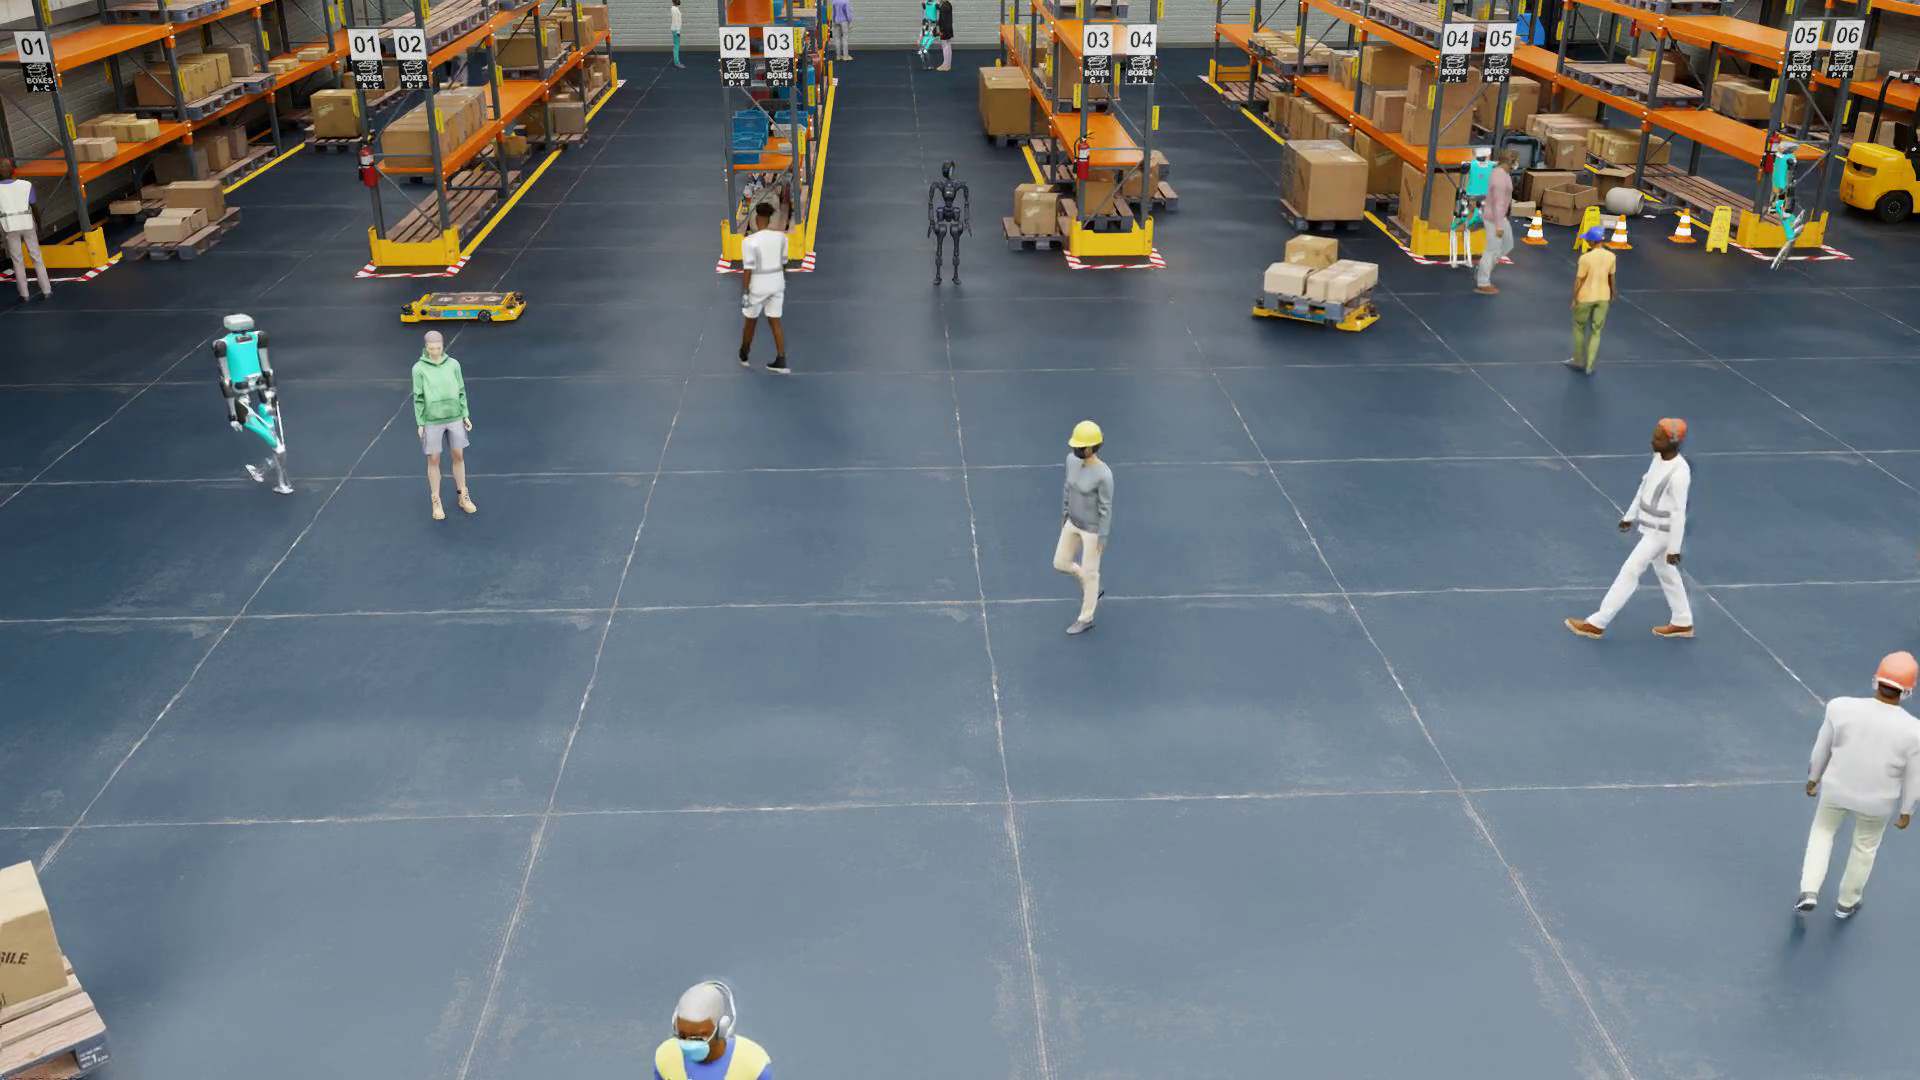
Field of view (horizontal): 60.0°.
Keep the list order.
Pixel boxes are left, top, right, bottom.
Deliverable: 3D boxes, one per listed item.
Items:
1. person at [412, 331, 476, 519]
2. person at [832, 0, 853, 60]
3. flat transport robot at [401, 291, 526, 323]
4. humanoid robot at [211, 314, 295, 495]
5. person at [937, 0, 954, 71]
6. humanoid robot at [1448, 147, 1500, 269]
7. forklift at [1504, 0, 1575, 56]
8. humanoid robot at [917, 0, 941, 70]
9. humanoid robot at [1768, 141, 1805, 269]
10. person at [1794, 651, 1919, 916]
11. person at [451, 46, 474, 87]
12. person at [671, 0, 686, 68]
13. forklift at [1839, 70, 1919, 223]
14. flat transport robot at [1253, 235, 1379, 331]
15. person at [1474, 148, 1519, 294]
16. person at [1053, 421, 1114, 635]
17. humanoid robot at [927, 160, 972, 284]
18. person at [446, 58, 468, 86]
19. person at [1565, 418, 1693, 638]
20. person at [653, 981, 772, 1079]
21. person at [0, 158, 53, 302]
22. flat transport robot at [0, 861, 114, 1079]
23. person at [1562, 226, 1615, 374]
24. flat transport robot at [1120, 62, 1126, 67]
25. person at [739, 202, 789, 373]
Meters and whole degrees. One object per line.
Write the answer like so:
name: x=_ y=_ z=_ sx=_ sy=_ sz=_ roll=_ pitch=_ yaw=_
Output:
person: x=-4.676 y=-1.055 z=15.038 sx=0.470 sy=1.736 sz=0.342 roll=-14 pitch=27 yaw=-28
person: x=-2.984 y=-12.964 z=41.738 sx=0.613 sy=1.781 sz=0.420 roll=15 pitch=28 yaw=31
flat transport robot: x=-6.295 y=-2.951 z=21.104 sx=1.431 sy=0.231 sz=0.659 roll=-1 pitch=24 yaw=-2
humanoid robot: x=-6.424 y=-1.193 z=15.342 sx=1.019 sy=1.730 sz=0.557 roll=16 pitch=28 yaw=31
person: x=-0.353 y=-12.302 z=40.164 sx=0.405 sy=1.857 sz=0.531 roll=6 pitch=25 yaw=14
humanoid robot: x=6.974 y=-4.584 z=22.803 sx=0.533 sy=1.677 sz=0.735 roll=-1 pitch=24 yaw=-2
forklift: x=14.700 y=-13.805 z=42.301 sx=1.873 sy=2.768 sz=1.129 roll=-1 pitch=24 yaw=-2
humanoid robot: x=-0.816 y=-12.185 z=40.055 sx=0.545 sy=1.803 sz=0.675 roll=18 pitch=30 yaw=35
humanoid robot: x=11.579 y=-4.612 z=23.100 sx=0.747 sy=1.841 sz=0.541 roll=-1 pitch=24 yaw=-2
person: x=5.136 y=1.420 z=9.474 sx=0.585 sy=1.738 sz=0.508 roll=18 pitch=30 yaw=34
person: x=-10.926 y=-10.691 z=36.561 sx=0.543 sy=1.836 sz=0.476 roll=15 pitch=28 yaw=30
person: x=-6.884 y=-12.421 z=40.550 sx=0.318 sy=1.762 sz=0.521 roll=-4 pitch=24 yaw=-10
forklift: x=15.132 y=-6.143 z=25.915 sx=2.313 sy=2.155 sz=1.214 roll=-1 pitch=24 yaw=-2
flat transport robot: x=4.494 y=-2.898 z=20.983 sx=1.431 sy=0.231 sz=0.659 roll=15 pitch=28 yaw=30
person: x=7.079 y=-4.174 z=21.826 sx=0.462 sy=1.912 sz=0.668 roll=9 pitch=25 yaw=19
person: x=0.968 y=-0.102 z=12.864 sx=0.406 sy=1.752 sz=0.547 roll=-16 pitch=29 yaw=-32
humanoid robot: x=-0.141 y=-4.259 z=22.294 sx=0.599 sy=1.657 sz=0.315 roll=-1 pitch=24 yaw=-2
person: x=-11.609 y=-11.240 z=38.026 sx=0.537 sy=1.649 sz=0.845 roll=-14 pitch=28 yaw=-28
person: x=5.291 y=-0.072 z=12.722 sx=1.003 sy=1.829 sz=0.580 roll=5 pitch=24 yaw=10
person: x=-0.972 y=2.575 z=6.705 sx=0.549 sy=1.878 sz=0.459 roll=4 pitch=24 yaw=9
person: x=-12.191 y=-4.010 z=21.542 sx=0.562 sy=1.846 sz=0.391 roll=-15 pitch=28 yaw=-31
flat transport robot: x=-4.993 y=2.728 z=8.343 sx=0.659 sy=0.231 sz=1.431 roll=-19 pitch=30 yaw=-37
person: x=7.179 y=-2.718 z=18.822 sx=0.552 sy=1.688 sz=0.514 roll=-1 pitch=24 yaw=-2
flat transport robot: x=3.825 y=-11.678 z=40.712 sx=1.431 sy=0.231 sz=0.659 roll=-8 pitch=25 yaw=-17
person: x=-2.265 y=-2.883 z=18.924 sx=0.682 sy=1.916 sz=0.815 roll=-17 pitch=29 yaw=-33
